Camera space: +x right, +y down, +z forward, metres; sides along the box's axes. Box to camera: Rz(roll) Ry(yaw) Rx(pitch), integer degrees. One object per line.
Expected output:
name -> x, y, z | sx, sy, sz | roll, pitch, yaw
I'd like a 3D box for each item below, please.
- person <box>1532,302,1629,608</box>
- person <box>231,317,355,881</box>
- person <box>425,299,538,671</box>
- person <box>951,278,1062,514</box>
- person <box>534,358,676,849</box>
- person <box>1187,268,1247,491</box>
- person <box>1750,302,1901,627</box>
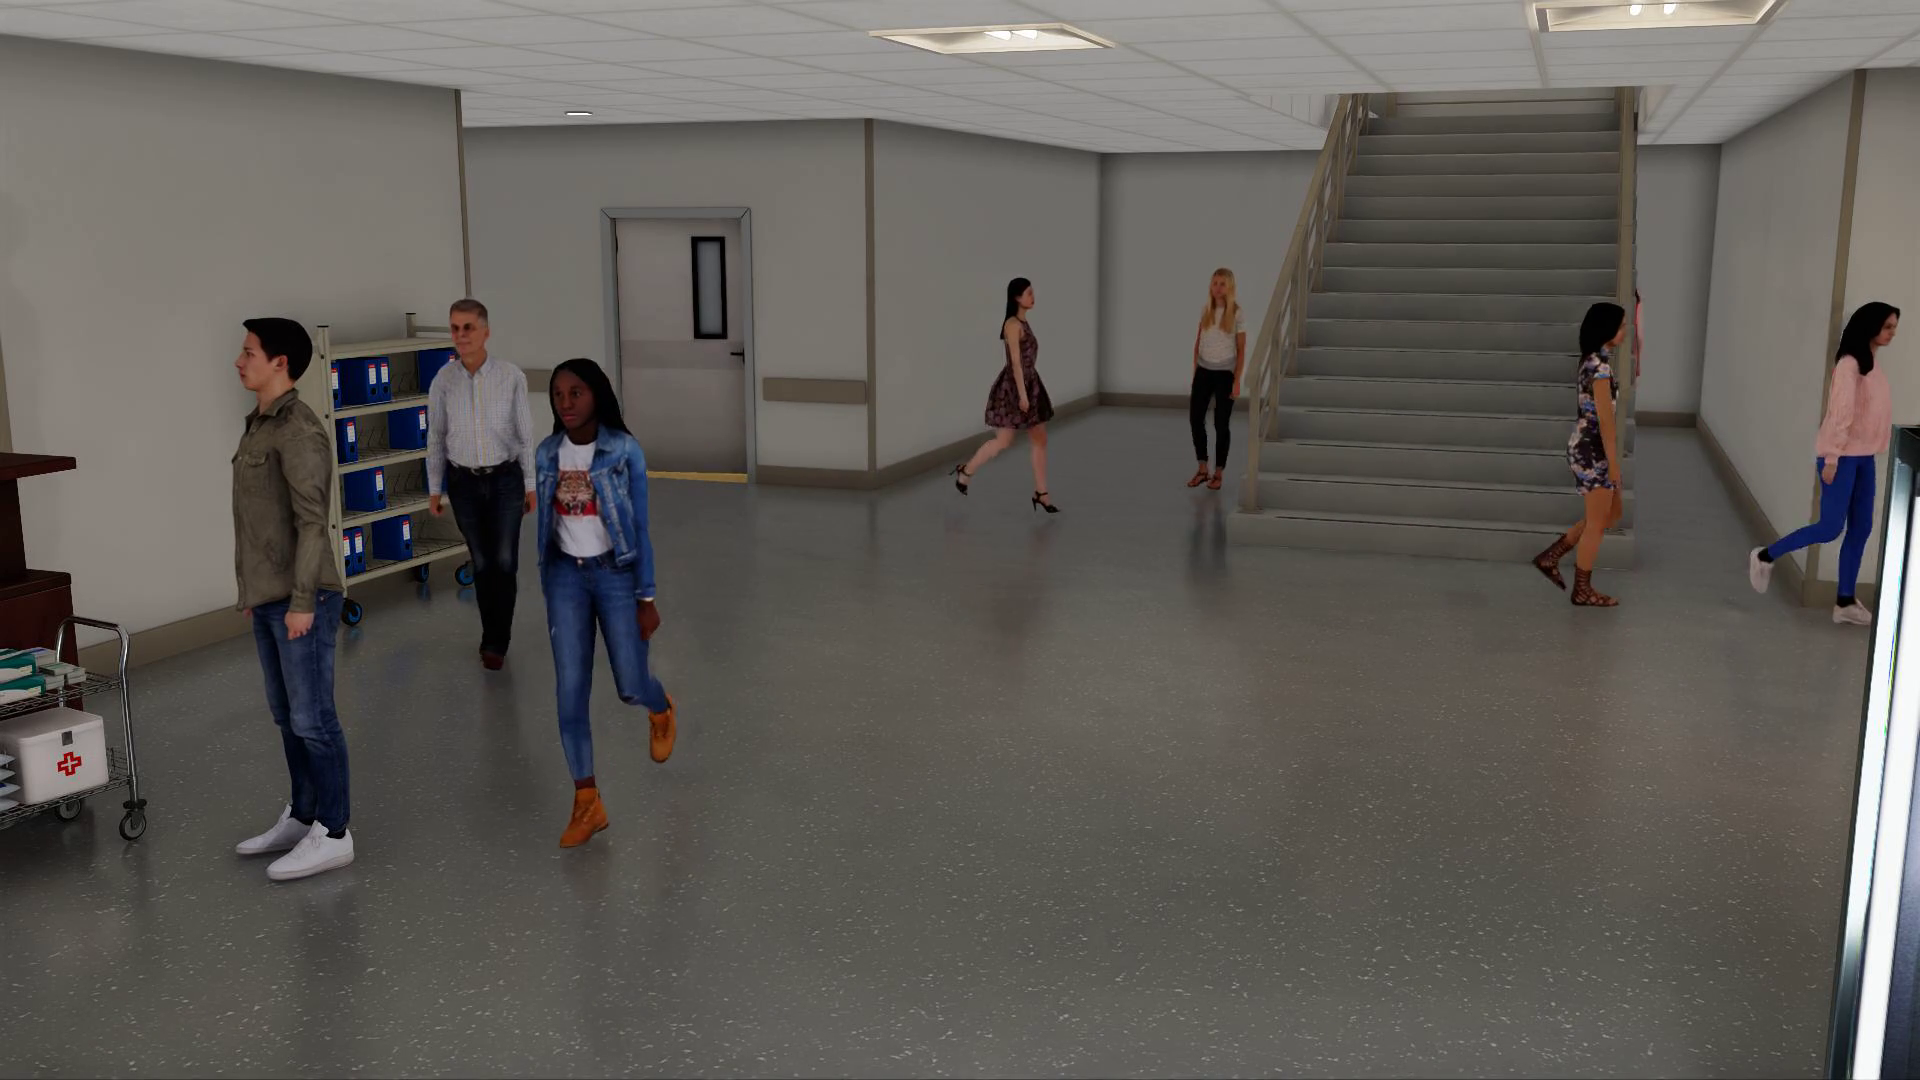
person -> 3.499, -0.468, 9.415 | 0.654, 1.724, 0.627 | 4, 11, 19
person -> -2.236, 0.185, 5.598 | 0.781, 1.865, 0.793 | -9, 14, -39
person -> -2.342, -0.282, 8.272 | 0.916, 1.786, 1.161 | 0, 11, -2
person -> 0.358, -1.051, 12.419 | 0.721, 1.750, 1.034 | 3, 11, 16
person -> -1.249, 0.207, 5.963 | 0.710, 1.684, 1.033 | 2, 11, 12
person -> 2.151, -1.313, 13.646 | 0.686, 1.806, 0.695 | 6, 12, 28
person -> 4.753, -0.413, 9.080 | 1.073, 1.741, 1.053 | -8, 13, -36
